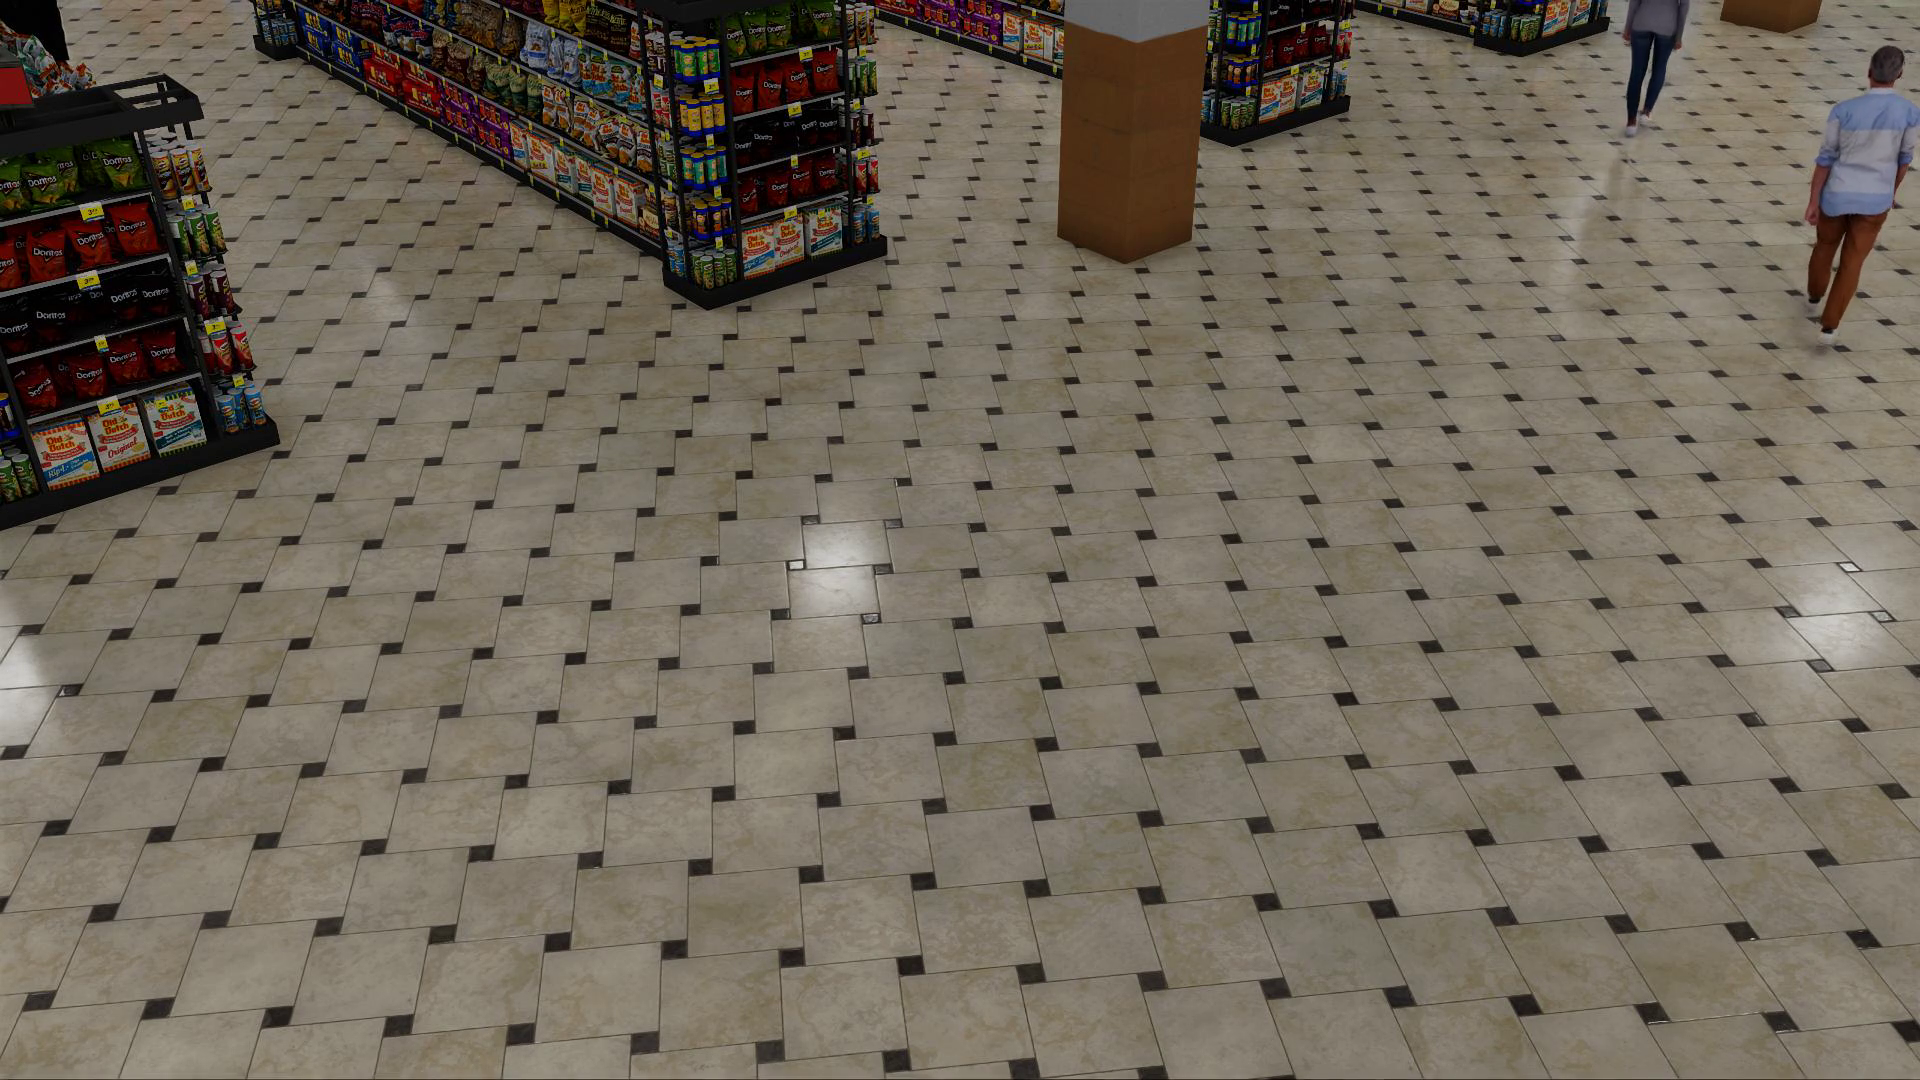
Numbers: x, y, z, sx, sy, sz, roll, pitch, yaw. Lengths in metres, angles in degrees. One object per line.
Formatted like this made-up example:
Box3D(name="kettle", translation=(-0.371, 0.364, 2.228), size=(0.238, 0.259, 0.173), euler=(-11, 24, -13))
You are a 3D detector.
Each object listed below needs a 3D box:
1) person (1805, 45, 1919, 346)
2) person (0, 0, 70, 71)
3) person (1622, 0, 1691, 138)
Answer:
Box3D(name="person", translation=(5.516, -2.060, 10.244), size=(1.234, 1.780, 1.038), euler=(17, 36, 25))
Box3D(name="person", translation=(-7.220, -3.793, 12.995), size=(0.791, 1.817, 0.811), euler=(-2, 32, -4))
Box3D(name="person", translation=(5.711, -4.171, 13.692), size=(0.774, 1.723, 0.838), euler=(12, 34, 18))
